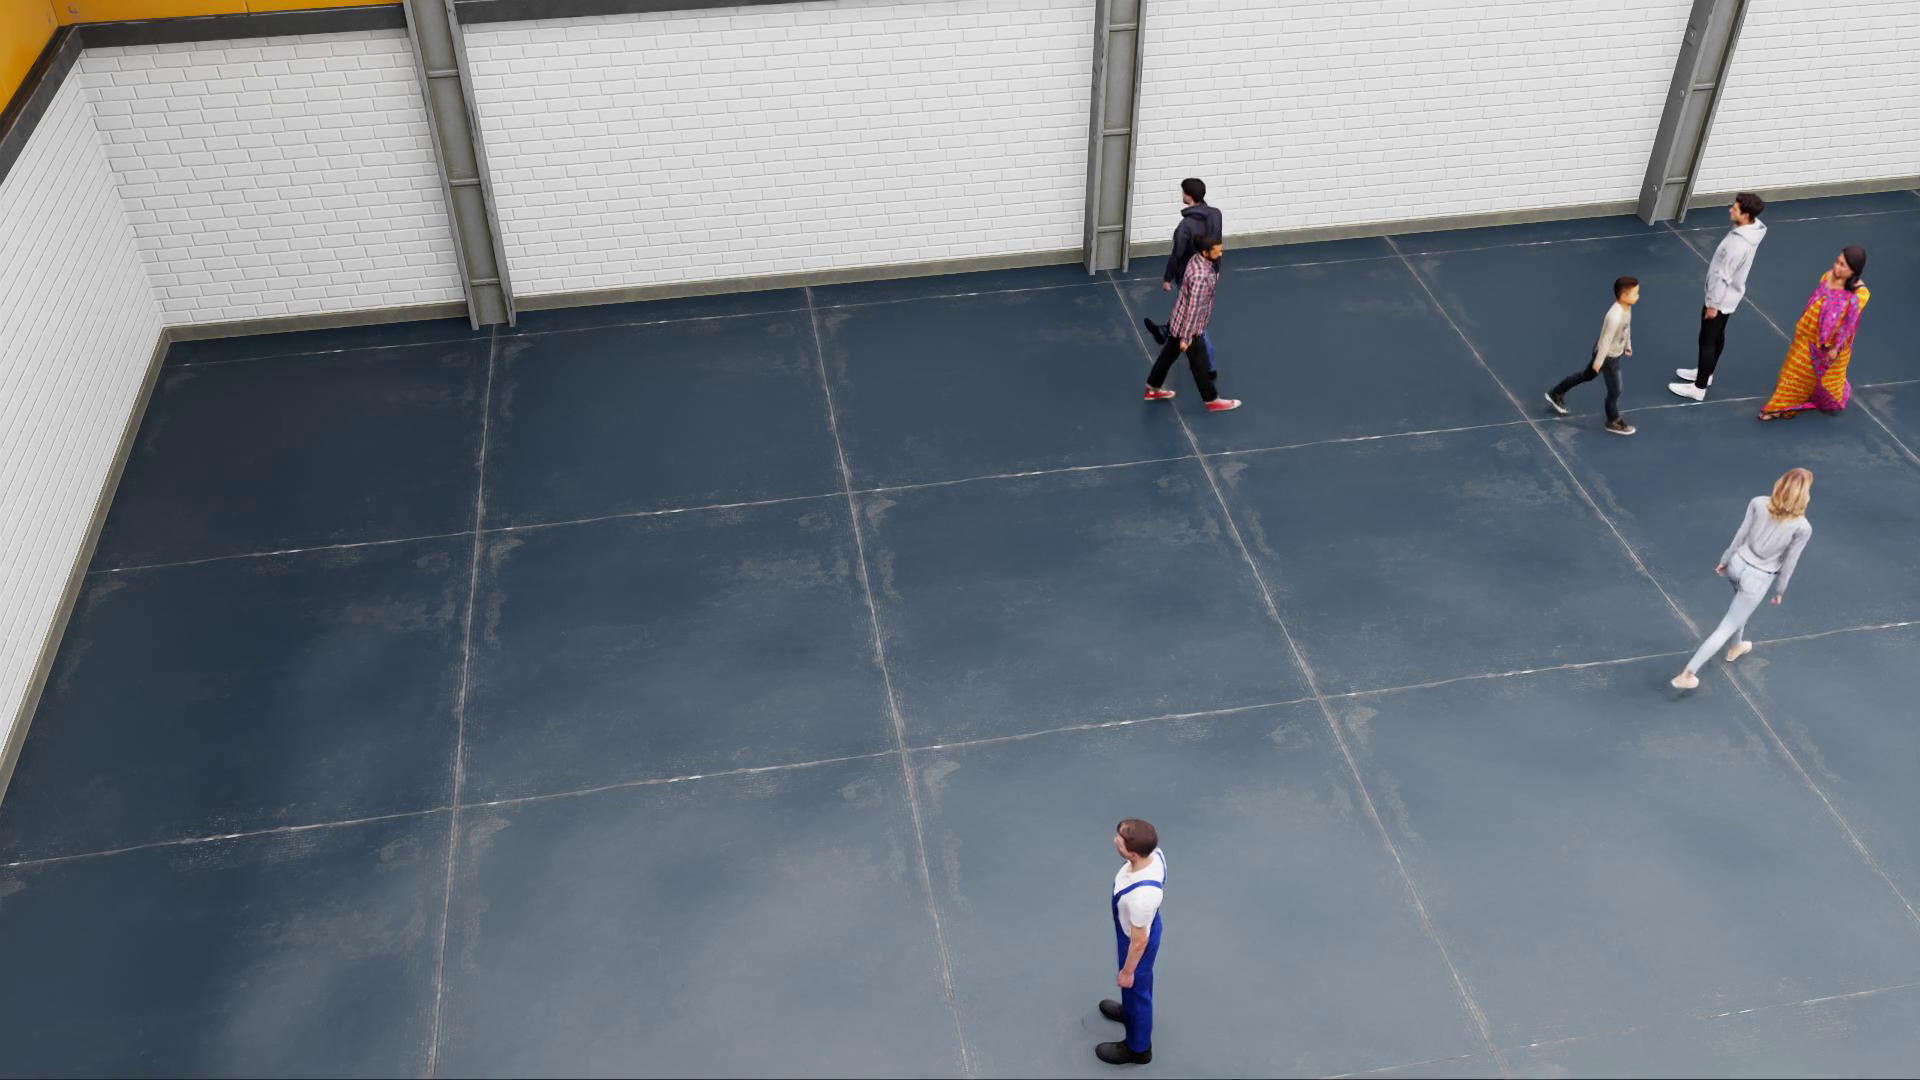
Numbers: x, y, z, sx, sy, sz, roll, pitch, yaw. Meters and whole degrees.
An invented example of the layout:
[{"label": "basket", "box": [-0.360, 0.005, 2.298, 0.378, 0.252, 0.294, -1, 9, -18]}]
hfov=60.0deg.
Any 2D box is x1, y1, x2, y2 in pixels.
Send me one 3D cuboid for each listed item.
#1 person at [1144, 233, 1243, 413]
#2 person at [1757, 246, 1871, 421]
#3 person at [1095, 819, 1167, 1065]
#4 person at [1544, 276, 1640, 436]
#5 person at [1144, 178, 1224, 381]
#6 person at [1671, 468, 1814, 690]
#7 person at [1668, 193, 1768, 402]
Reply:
[{"label": "person", "box": [1.901, -1.827, 14.168, 1.157, 1.713, 0.929, -1, 39, -1]}, {"label": "person", "box": [7.395, -1.746, 14.095, 1.165, 1.676, 0.837, -17, 42, -20]}, {"label": "person", "box": [0.963, 2.174, 9.049, 0.688, 1.849, 0.706, 7, 39, 9]}, {"label": "person", "box": [5.416, -1.610, 14.113, 1.075, 1.442, 0.925, 17, 42, 20]}, {"label": "person", "box": [2.105, -2.237, 14.595, 1.254, 1.821, 1.164, -29, 47, -31]}, {"label": "person", "box": [5.387, 0.314, 11.467, 1.219, 1.738, 0.888, -21, 43, -24]}, {"label": "person", "box": [6.602, -2.117, 14.362, 0.810, 1.923, 0.765, 21, 43, 24]}]
